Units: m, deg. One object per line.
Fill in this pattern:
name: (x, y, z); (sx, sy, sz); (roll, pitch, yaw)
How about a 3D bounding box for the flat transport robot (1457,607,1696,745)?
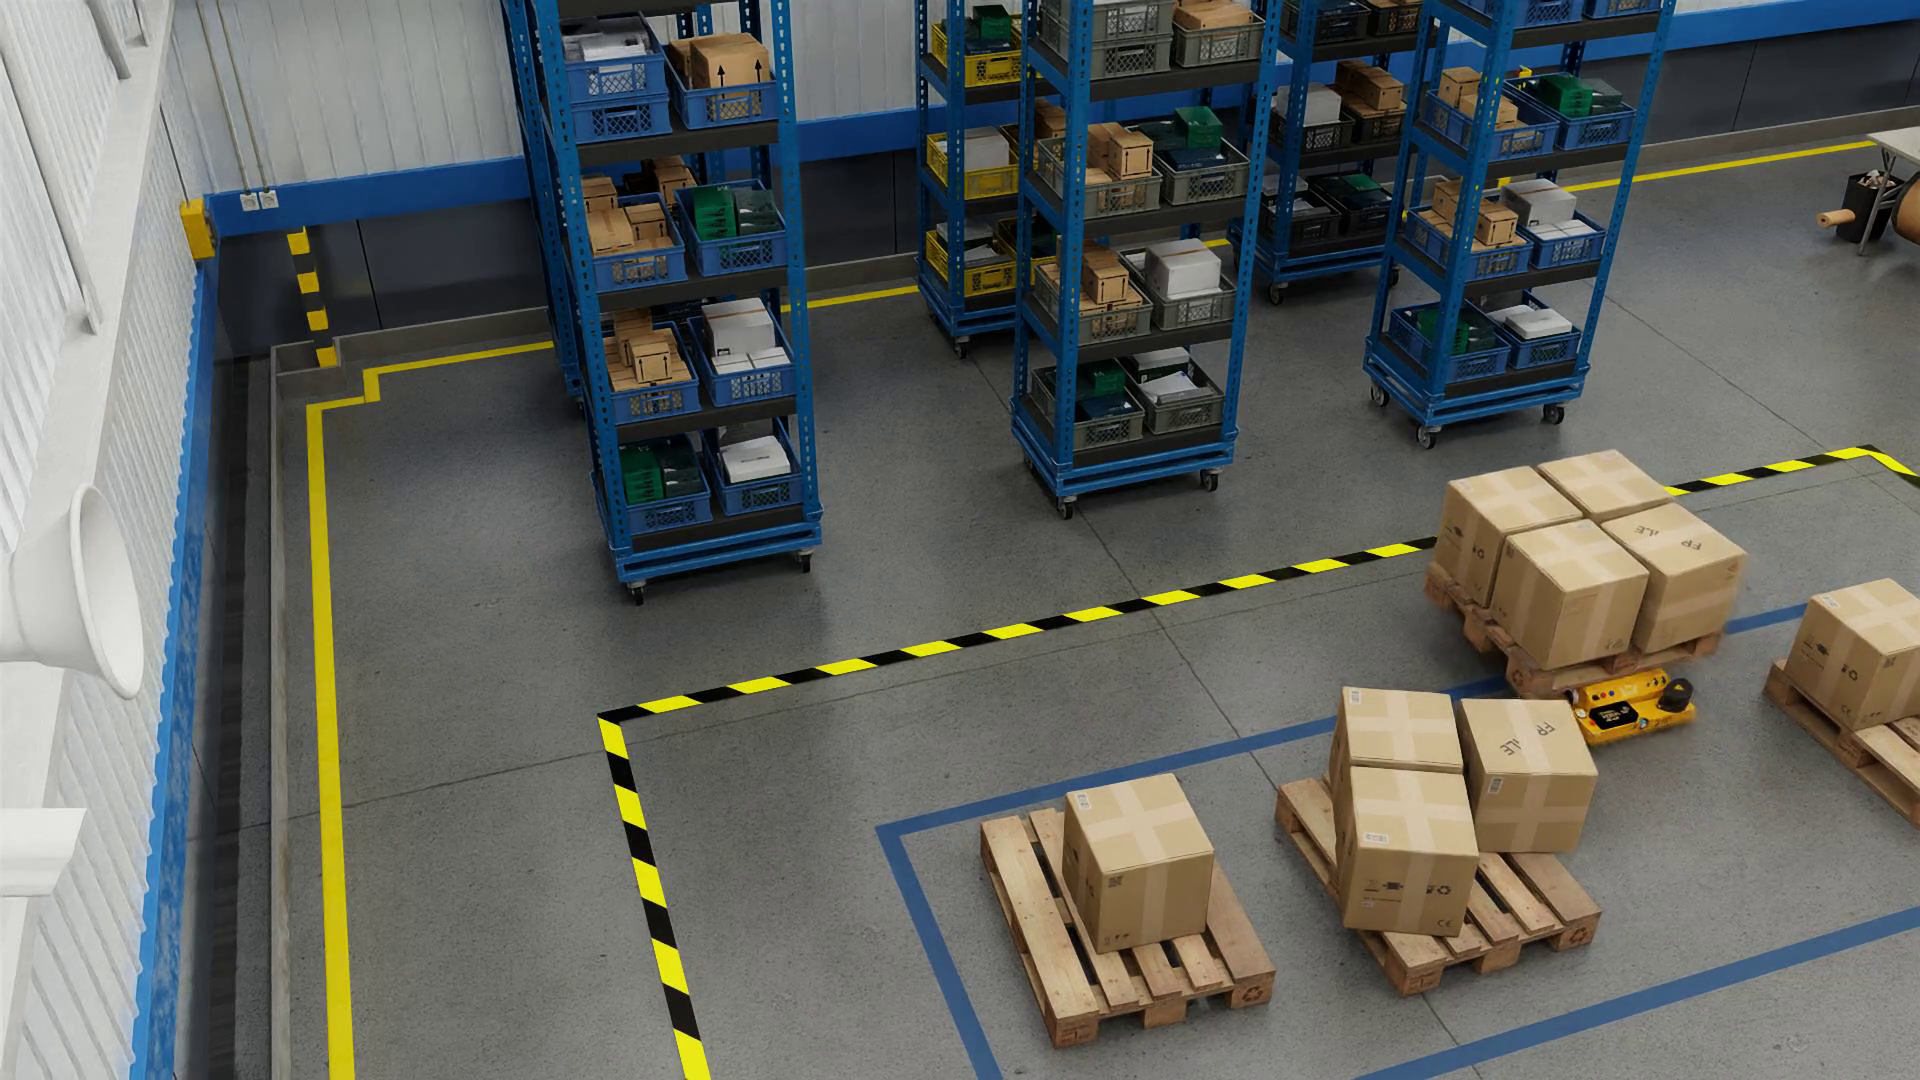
flat transport robot: (3.361, 0.547, 9.256); (0.652, 0.197, 1.431); (-11, 37, -15)
